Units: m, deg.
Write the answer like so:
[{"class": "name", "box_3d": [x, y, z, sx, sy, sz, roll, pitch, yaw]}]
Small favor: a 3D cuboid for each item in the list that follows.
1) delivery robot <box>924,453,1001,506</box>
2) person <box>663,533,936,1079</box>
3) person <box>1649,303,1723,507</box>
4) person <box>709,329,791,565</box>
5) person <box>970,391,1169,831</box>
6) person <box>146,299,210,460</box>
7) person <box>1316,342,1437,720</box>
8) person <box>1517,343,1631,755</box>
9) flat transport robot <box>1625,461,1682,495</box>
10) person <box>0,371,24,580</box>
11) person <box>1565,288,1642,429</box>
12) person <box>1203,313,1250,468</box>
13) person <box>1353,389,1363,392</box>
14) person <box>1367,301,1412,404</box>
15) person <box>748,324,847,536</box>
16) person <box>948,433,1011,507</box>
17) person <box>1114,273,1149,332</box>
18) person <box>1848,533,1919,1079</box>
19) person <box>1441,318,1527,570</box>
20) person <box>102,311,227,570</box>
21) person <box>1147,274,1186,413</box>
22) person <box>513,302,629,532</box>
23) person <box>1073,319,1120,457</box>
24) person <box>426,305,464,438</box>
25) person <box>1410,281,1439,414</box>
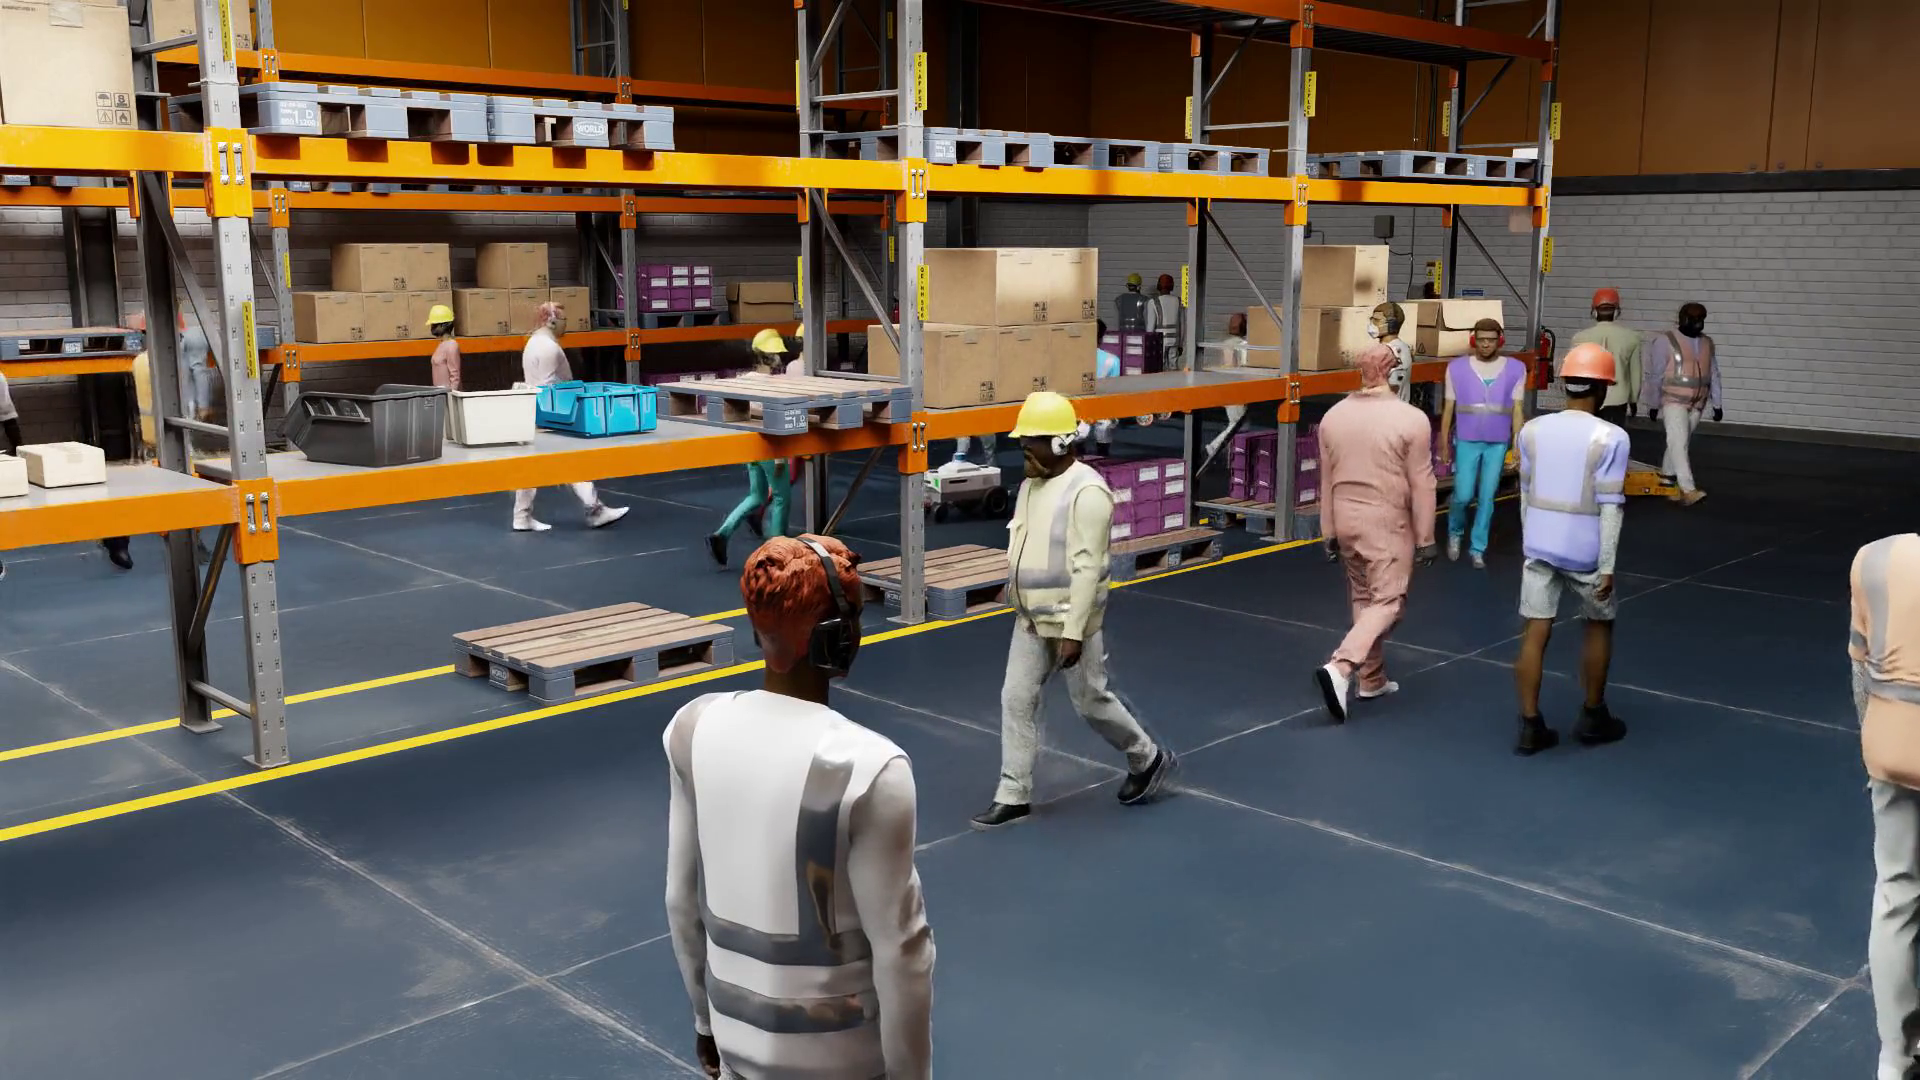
[{"class": "delivery robot", "box_3d": [-0.007, -0.498, 14.161, 0.707, 0.478, 0.477, -7, 12, -33]}, {"class": "person", "box_3d": [-0.279, 0.919, 3.067, 0.583, 1.881, 0.350, 8, 13, 36]}, {"class": "person", "box_3d": [6.542, -1.202, 14.843, 0.638, 1.799, 0.848, -3, 11, -18]}, {"class": "person", "box_3d": [-1.449, -0.642, 11.942, 0.666, 1.743, 0.532, -8, 13, -36]}, {"class": "person", "box_3d": [0.470, 0.279, 6.805, 0.866, 1.800, 0.582, -7, 12, -32]}, {"class": "person", "box_3d": [-6.806, -1.185, 14.431, 0.649, 1.919, 0.446, 5, 12, 25]}, {"class": "person", "box_3d": [2.046, -0.047, 8.368, 0.804, 1.881, 0.650, -8, 13, -36]}, {"class": "person", "box_3d": [2.891, 0.035, 7.803, 0.781, 1.903, 0.565, -10, 14, -43]}, {"class": "flat transport robot", "box_3d": [6.246, -0.626, 15.886, 0.652, 0.197, 1.431, 0, 10, -3]}, {"class": "person", "box_3d": [-6.492, -0.525, 10.896, 0.700, 1.897, 1.035, -1, 10, -7]}, {"class": "person", "box_3d": [5.636, -1.223, 14.590, 0.629, 1.957, 0.962, 4, 11, 23]}, {"class": "person", "box_3d": [2.763, -1.501, 16.948, 0.542, 1.622, 0.529, -3, 11, -16]}, {"class": "person", "box_3d": [4.153, -1.457, 16.773, 0.459, 1.605, 0.549, -6, 12, -31]}, {"class": "person", "box_3d": [3.049, -0.742, 11.971, 0.372, 1.940, 0.630, 3, 11, 16]}, {"class": "person", "box_3d": [-1.306, -0.865, 13.211, 0.764, 1.739, 0.527, -7, 13, -35]}, {"class": "person", "box_3d": [0.130, -1.088, 14.816, 0.501, 1.585, 0.832, 8, 13, 37]}, {"class": "person", "box_3d": [2.649, -3.145, 25.363, 0.590, 1.833, 0.404, 5, 12, 27]}, {"class": "person", "box_3d": [2.762, 0.619, 4.654, 0.448, 1.904, 0.579, -10, 14, -43]}, {"class": "person", "box_3d": [3.767, -0.687, 11.996, 0.559, 1.822, 0.477, 2, 11, 9]}, {"class": "person", "box_3d": [-5.731, -0.712, 11.864, 0.548, 1.918, 0.785, 6, 12, 32]}, {"class": "person", "box_3d": [2.767, -2.638, 22.463, 0.574, 1.883, 0.355, -4, 11, -22]}, {"class": "person", "box_3d": [-3.223, -0.993, 13.543, 0.966, 1.856, 0.668, -5, 12, -27]}, {"class": "person", "box_3d": [1.166, -1.137, 14.865, 0.552, 1.668, 0.628, 2, 11, 11]}, {"class": "person", "box_3d": [-4.764, -1.293, 15.448, 0.309, 1.769, 0.524, -6, 12, -30]}, {"class": "person", "box_3d": [5.168, -1.897, 18.371, 0.619, 1.901, 0.467, 2, 11, 9]}]
